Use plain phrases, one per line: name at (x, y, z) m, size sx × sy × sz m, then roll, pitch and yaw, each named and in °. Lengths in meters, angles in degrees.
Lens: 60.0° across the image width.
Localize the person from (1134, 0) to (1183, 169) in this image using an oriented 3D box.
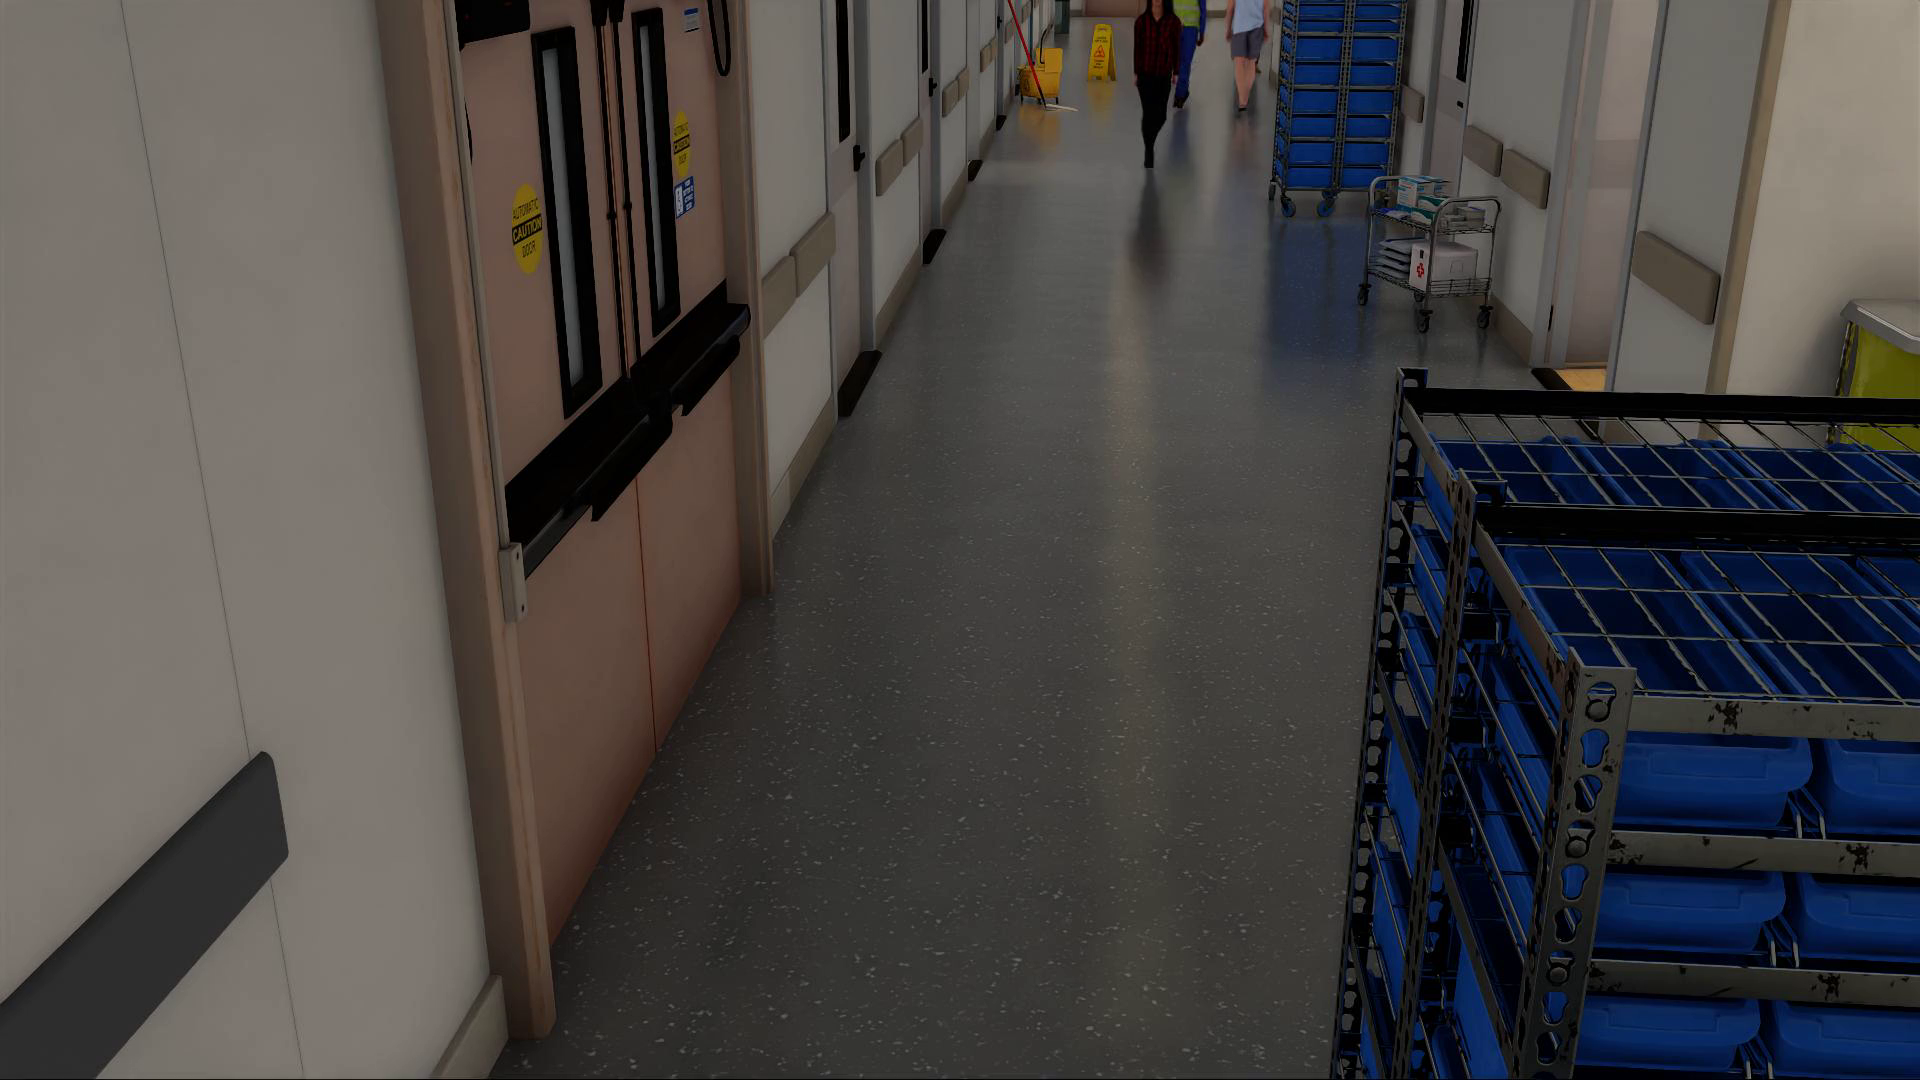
person at (1.796, -4.298, 15.376) m, size 0.604 × 1.637 × 0.969 m, roll 1°, pitch 21°, yaw 3°

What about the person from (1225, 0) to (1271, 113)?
person at (3.325, -5.845, 19.263) m, size 0.673 × 1.777 × 1.197 m, roll 2°, pitch 21°, yaw 4°

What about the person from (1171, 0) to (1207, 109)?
person at (2.690, -6.088, 19.905) m, size 0.857 × 1.777 × 1.249 m, roll 6°, pitch 22°, yaw 16°
